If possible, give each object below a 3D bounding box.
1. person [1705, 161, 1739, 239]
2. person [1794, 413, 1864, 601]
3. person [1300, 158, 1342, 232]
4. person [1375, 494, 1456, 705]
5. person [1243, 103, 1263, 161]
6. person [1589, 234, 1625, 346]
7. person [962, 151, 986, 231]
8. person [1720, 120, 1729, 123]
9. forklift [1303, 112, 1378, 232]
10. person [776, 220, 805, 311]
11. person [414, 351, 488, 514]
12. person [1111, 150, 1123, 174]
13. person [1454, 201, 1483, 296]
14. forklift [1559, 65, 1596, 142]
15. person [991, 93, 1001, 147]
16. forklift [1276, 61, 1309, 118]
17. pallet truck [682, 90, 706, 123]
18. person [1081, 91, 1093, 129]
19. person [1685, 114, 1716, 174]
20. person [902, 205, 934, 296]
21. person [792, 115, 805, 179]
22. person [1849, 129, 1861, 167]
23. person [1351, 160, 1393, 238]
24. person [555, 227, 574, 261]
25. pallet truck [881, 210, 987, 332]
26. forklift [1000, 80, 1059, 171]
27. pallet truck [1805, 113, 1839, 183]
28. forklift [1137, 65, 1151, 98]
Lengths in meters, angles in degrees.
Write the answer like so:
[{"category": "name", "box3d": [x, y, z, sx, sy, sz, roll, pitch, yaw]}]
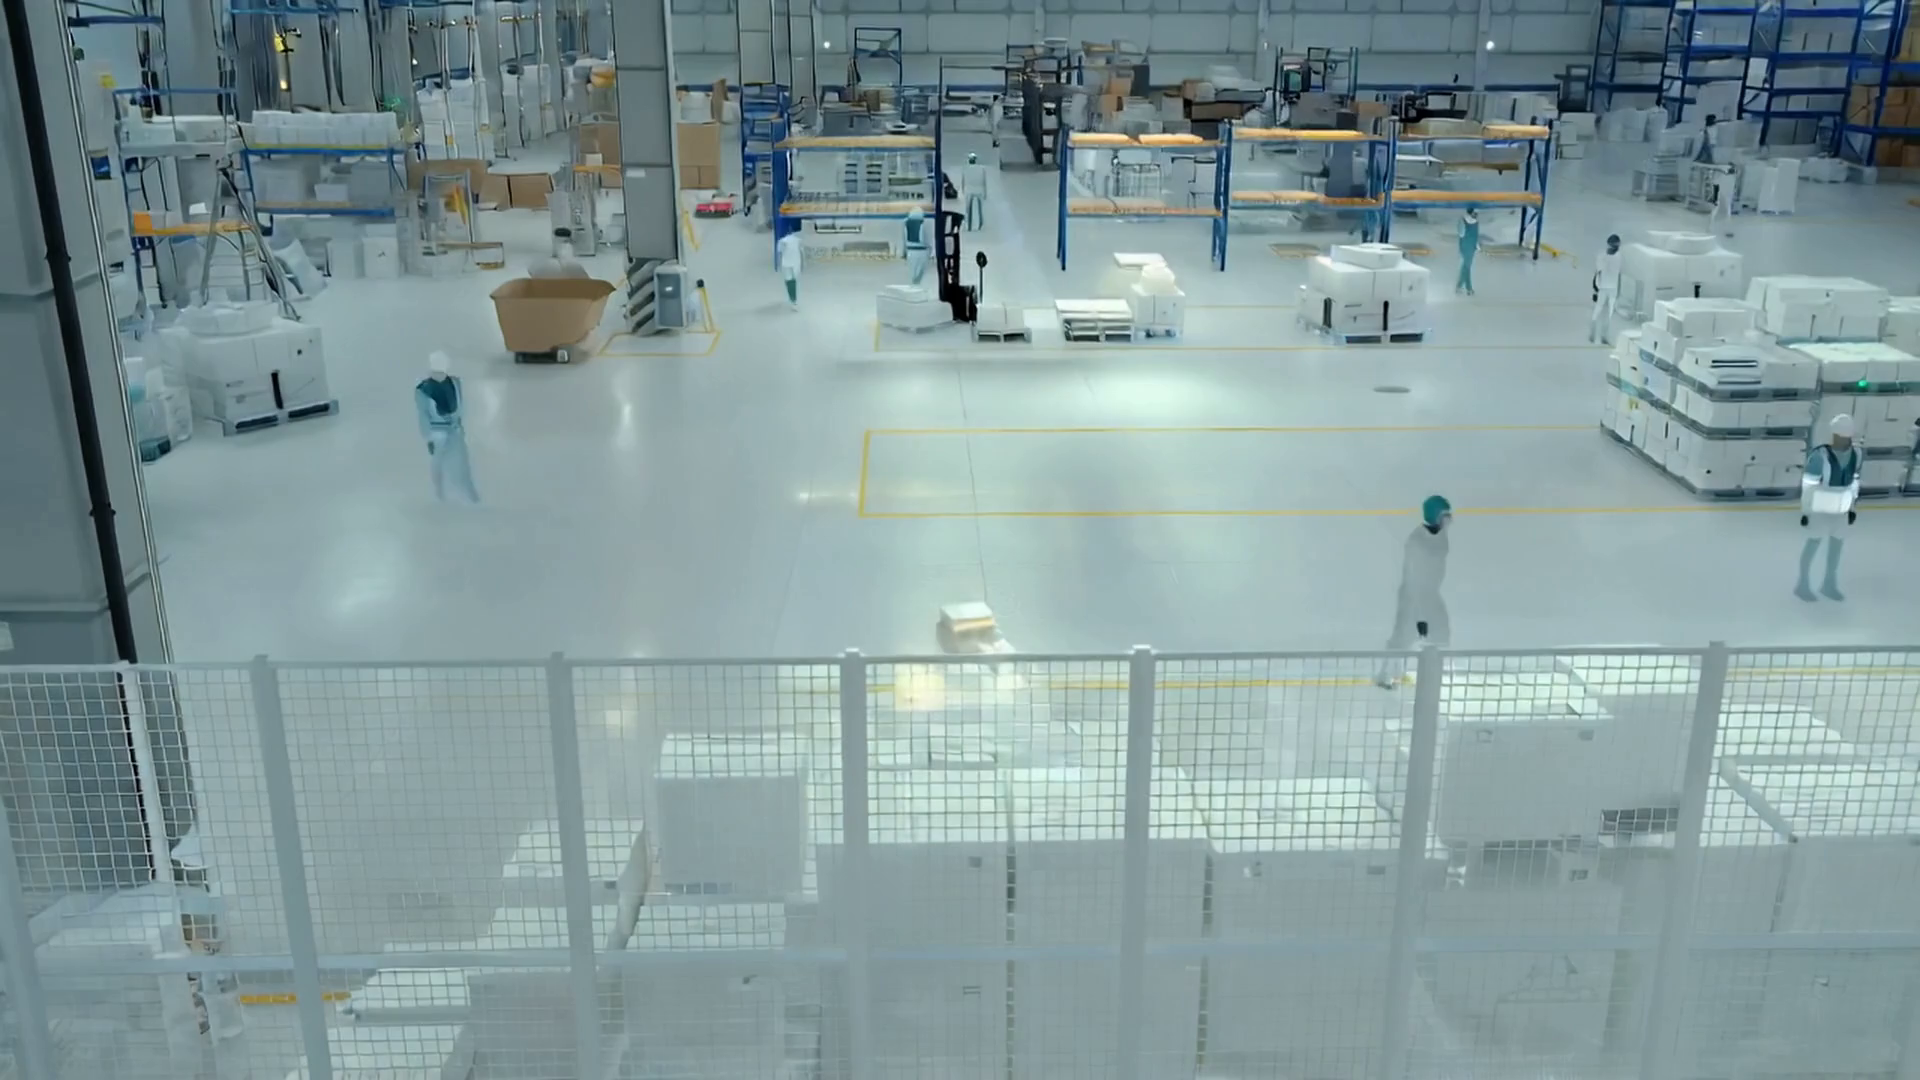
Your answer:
[{"category": "person", "box3d": [18.072, -8.036, 39.345, 0.559, 1.814, 0.982, -7, 20, -21]}, {"category": "person", "box3d": [8.533, -0.319, 16.290, 0.550, 1.925, 0.396, -2, 19, -7]}, {"category": "person", "box3d": [8.745, -8.364, 40.395, 1.160, 1.791, 0.591, 5, 19, 15]}, {"category": "person", "box3d": [3.926, 0.551, 13.755, 0.996, 1.888, 0.648, 15, 24, 37]}, {"category": "person", "box3d": [9.910, -13.803, 56.301, 0.642, 1.927, 0.475, 1, 19, 4]}, {"category": "person", "box3d": [10.841, -4.184, 27.845, 0.521, 1.869, 0.327, -2, 19, -6]}, {"category": "person", "box3d": [0.348, -8.517, 40.611, 0.594, 1.922, 0.384, -2, 19, -5]}, {"category": "person", "box3d": [28.154, -15.367, 61.367, 0.311, 1.642, 0.513, -15, 24, -38]}, {"category": "forklift", "box3d": [9.294, -8.962, 40.456, 1.873, 2.768, 1.129, -1, 19, -2]}, {"category": "person", "box3d": [-3.125, -5.102, 30.885, 0.537, 1.664, 0.844, -9, 21, -24]}, {"category": "person", "box3d": [-5.834, -1.202, 18.936, 0.938, 1.898, 0.642, 18, 25, 42]}, {"category": "person", "box3d": [4.339, -9.987, 45.420, 0.456, 1.619, 0.546, 0, 19, -1]}, {"category": "person", "box3d": [9.945, -5.641, 32.243, 0.540, 1.814, 0.852, -9, 21, -25]}, {"category": "forklift", "box3d": [23.303, -16.568, 63.021, 1.129, 2.768, 1.873, -1, 19, -1]}, {"category": "person", "box3d": [1.336, -15.418, 61.078, 0.365, 1.932, 0.634, 1, 19, 2]}, {"category": "forklift", "box3d": [13.228, -17.508, 65.810, 1.129, 2.768, 1.873, -1, 19, -1]}, {"category": "pallet truck", "box3d": [-9.671, -15.907, 62.421, 0.823, 1.965, 1.885, 5, 19, 15]}, {"category": "person", "box3d": [4.701, -15.875, 62.465, 0.931, 1.894, 0.571, -6, 20, -18]}, {"category": "person", "box3d": [23.331, -12.403, 52.204, 0.616, 1.881, 0.903, -15, 24, -38]}, {"category": "person", "box3d": [-0.816, -5.467, 31.734, 0.629, 1.818, 0.844, 10, 21, 26]}, {"category": "person", "box3d": [-5.029, -12.102, 51.224, 0.357, 1.938, 0.543, -12, 22, -31]}, {"category": "person", "box3d": [29.457, -13.142, 54.485, 0.551, 1.826, 0.631, 1, 19, 2]}, {"category": "person", "box3d": [9.799, -8.084, 39.412, 0.960, 1.880, 0.596, 0, 19, -1]}, {"category": "person", "box3d": [-6.985, -4.694, 29.565, 0.368, 1.726, 0.500, -4, 19, -12]}, {"category": "pallet truck", "box3d": [-0.493, -4.759, 29.349, 1.885, 1.965, 0.823, -13, 23, -34]}, {"category": "forklift", "box3d": [2.236, -13.269, 53.236, 1.873, 2.768, 1.129, -1, 19, -1]}, {"category": "pallet truck", "box3d": [26.403, -11.957, 50.702, 0.823, 1.965, 1.885, 6, 19, 16]}, {"category": "forklift", "box3d": [6.899, -16.526, 62.896, 1.873, 2.768, 1.129, 4, 19, 13]}]
